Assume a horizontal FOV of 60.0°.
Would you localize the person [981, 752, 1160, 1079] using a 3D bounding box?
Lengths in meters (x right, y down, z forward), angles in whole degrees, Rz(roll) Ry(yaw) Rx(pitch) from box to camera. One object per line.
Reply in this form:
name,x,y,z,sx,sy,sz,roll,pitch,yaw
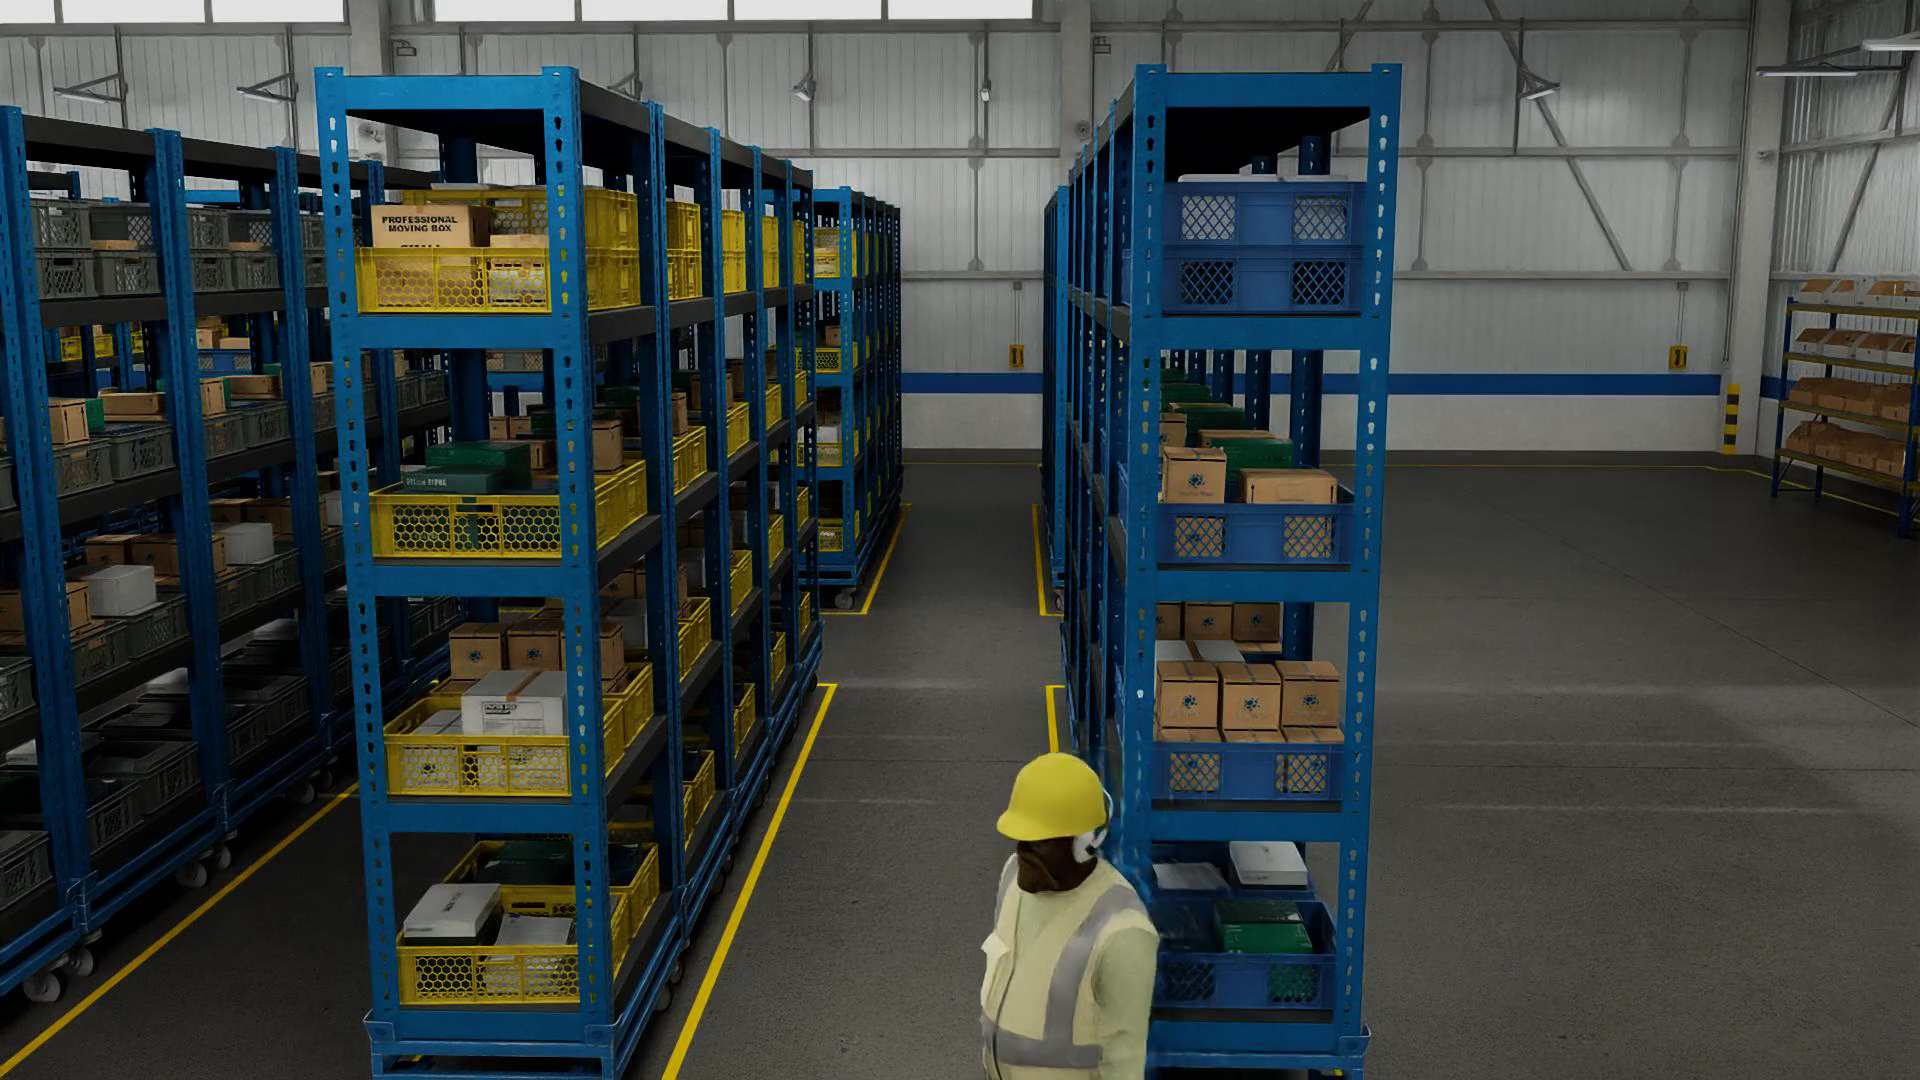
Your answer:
person,0.252,1.413,4.250,0.431,1.814,0.616,-6,11,-30
